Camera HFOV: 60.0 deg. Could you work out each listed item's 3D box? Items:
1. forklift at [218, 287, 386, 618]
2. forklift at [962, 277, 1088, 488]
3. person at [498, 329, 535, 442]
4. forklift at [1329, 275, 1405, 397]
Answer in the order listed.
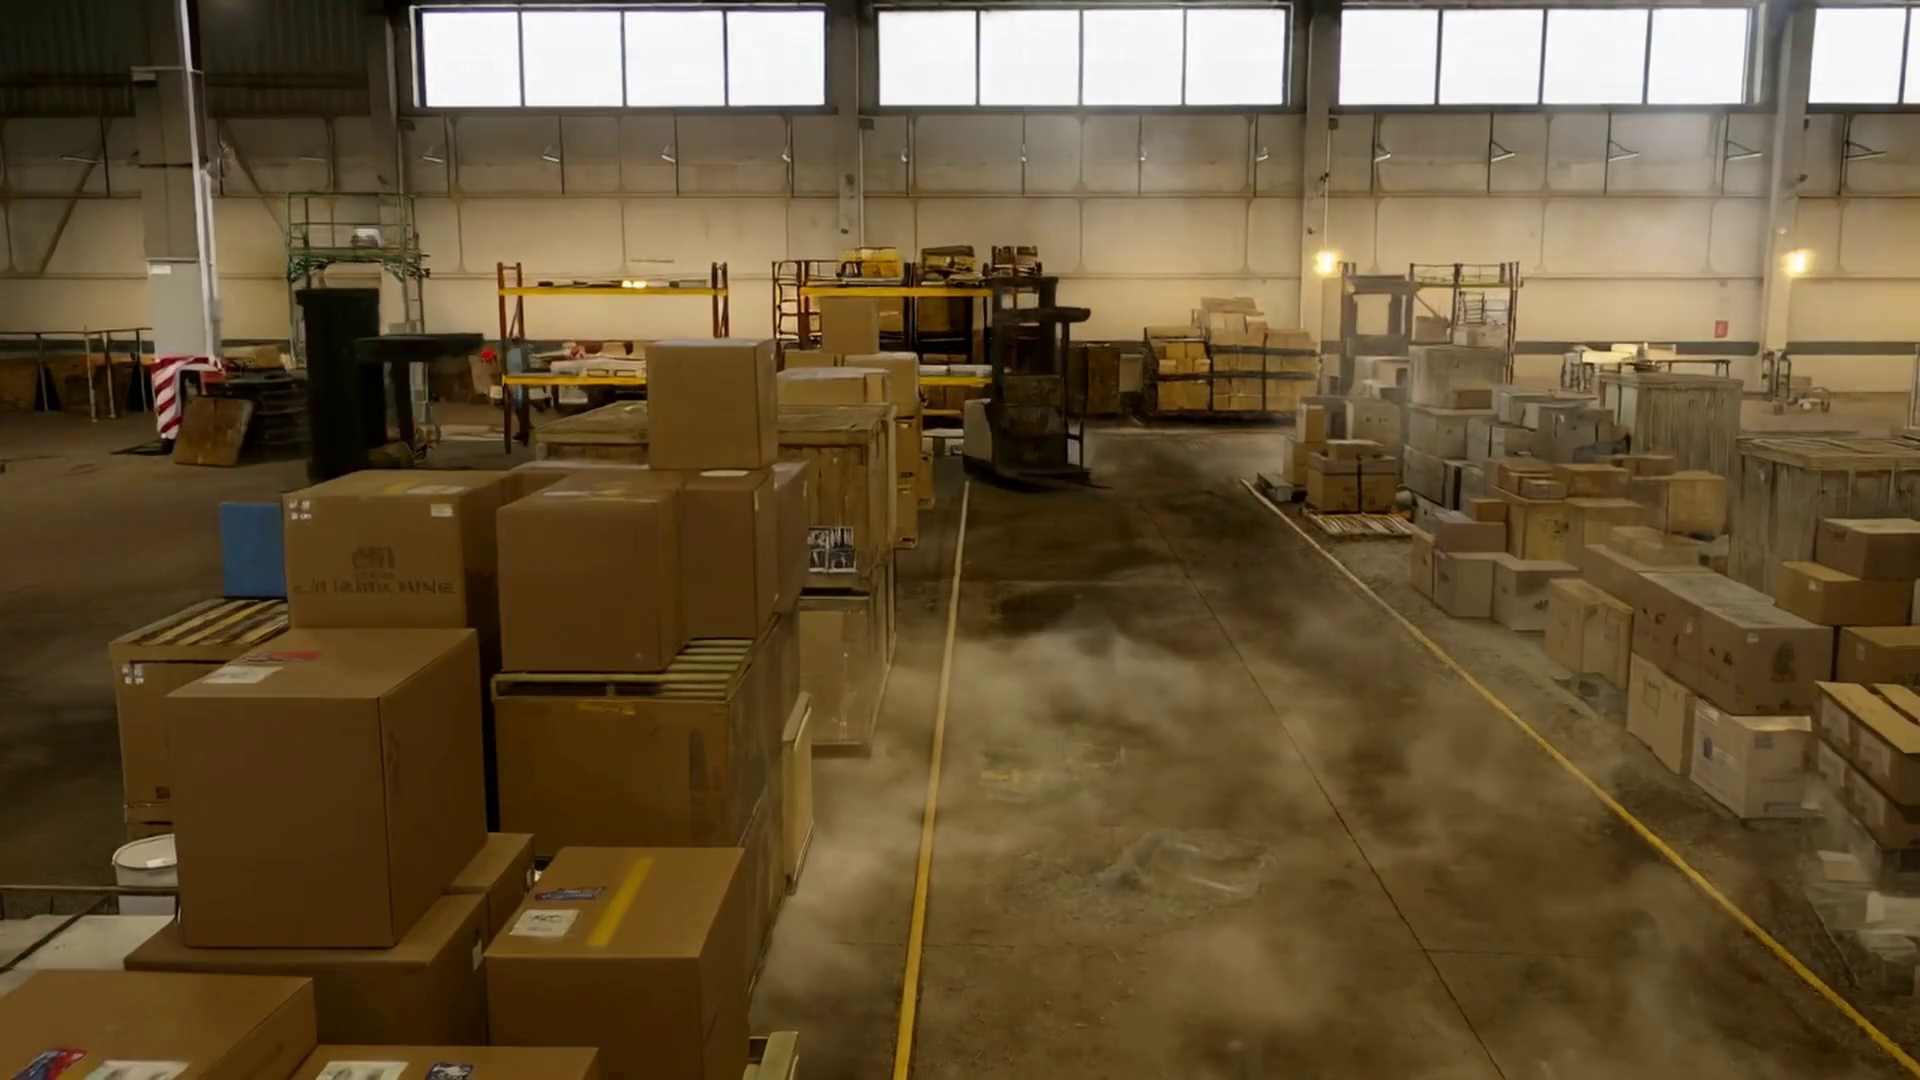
[{"bbox_3d":[-5.119,-0.712,13.902,1.873,2.768,1.129,0,9,1],"label":"forklift"},{"bbox_3d":[0.851,-2.225,22.962,1.129,2.768,1.873,-4,10,-23],"label":"forklift"},{"bbox_3d":[-7.474,-2.597,28.074,0.585,1.914,0.569,4,10,21],"label":"person"},{"bbox_3d":[6.851,-3.018,27.714,1.129,2.768,1.873,0,9,1],"label":"forklift"}]
